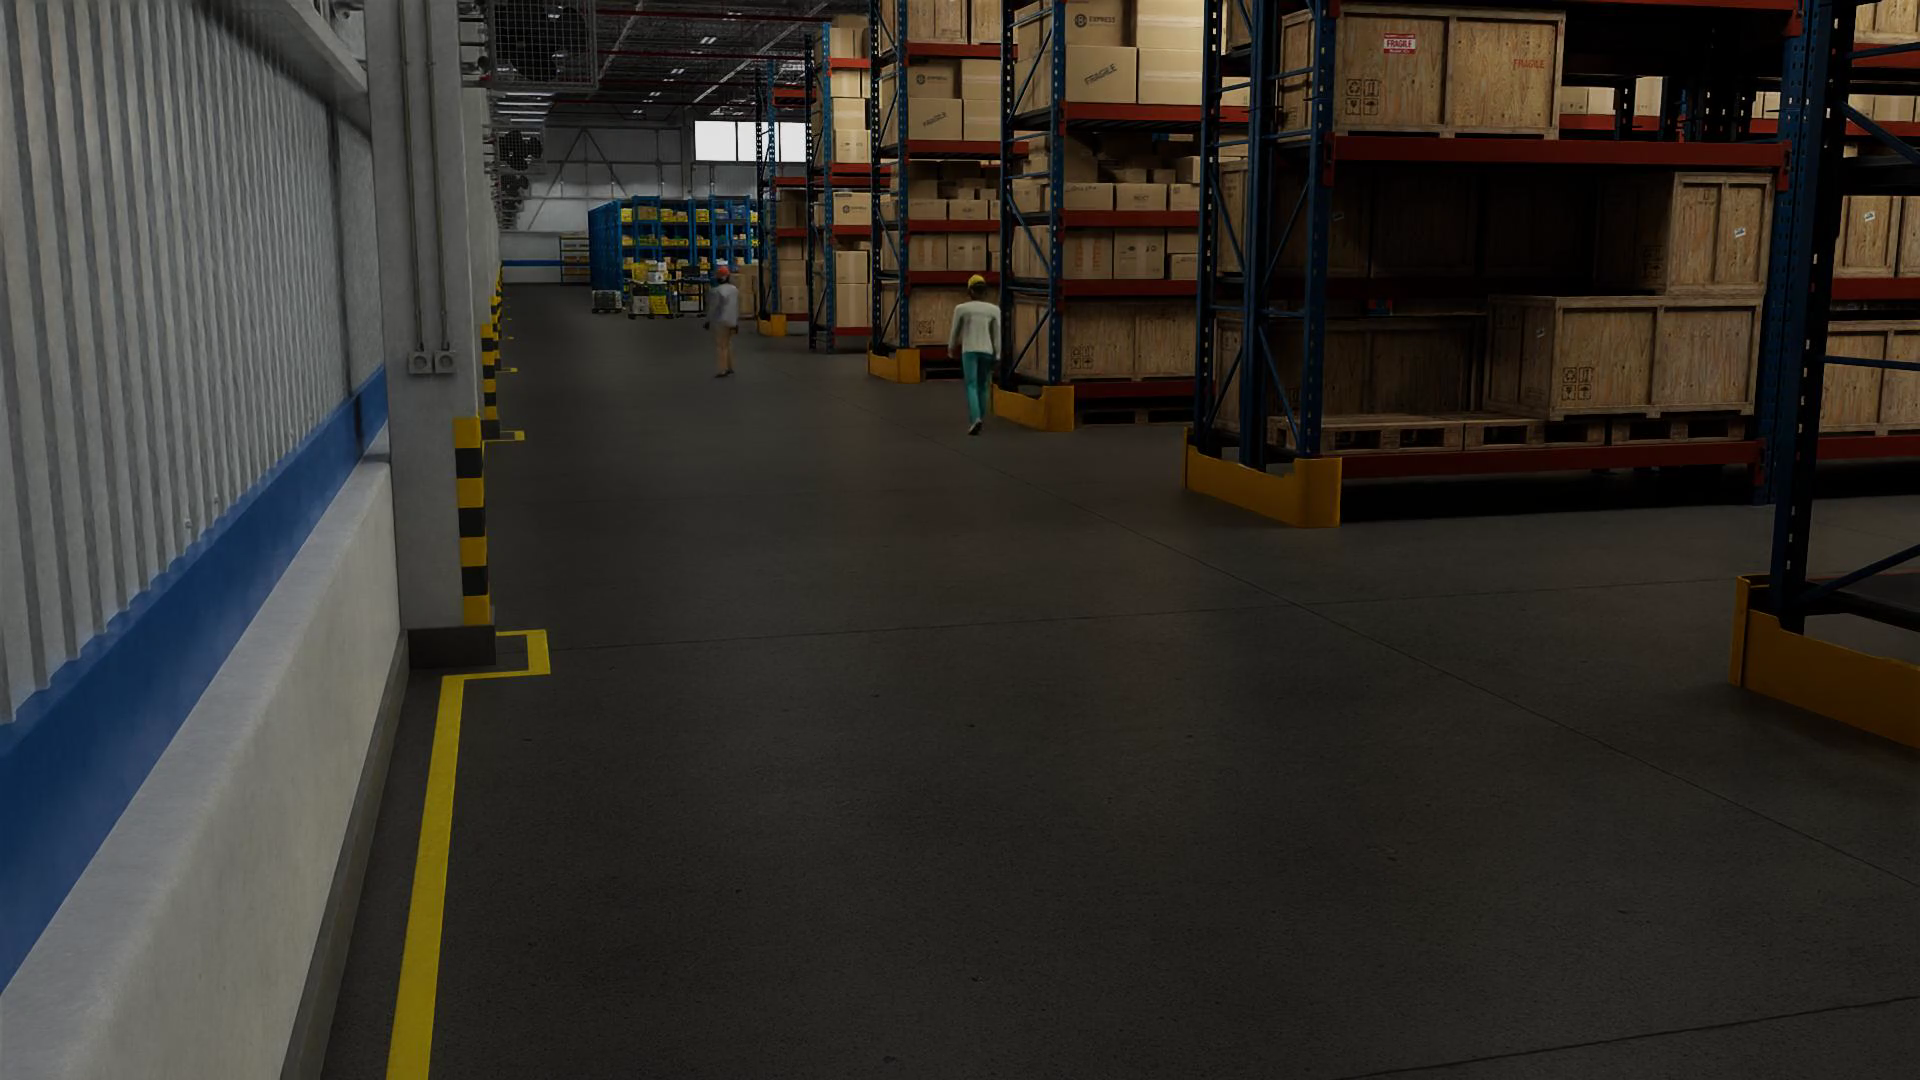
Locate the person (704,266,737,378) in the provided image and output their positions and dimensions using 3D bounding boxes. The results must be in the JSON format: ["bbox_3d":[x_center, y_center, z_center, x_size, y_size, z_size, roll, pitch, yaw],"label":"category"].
[{"bbox_3d":[-3.662,-3.365,25.710,0.404,1.722,0.566,3,11,19],"label":"person"}]

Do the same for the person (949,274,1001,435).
[{"bbox_3d":[0.196,-2.013,18.030,0.544,1.726,0.800,-2,10,-14],"label":"person"}]
